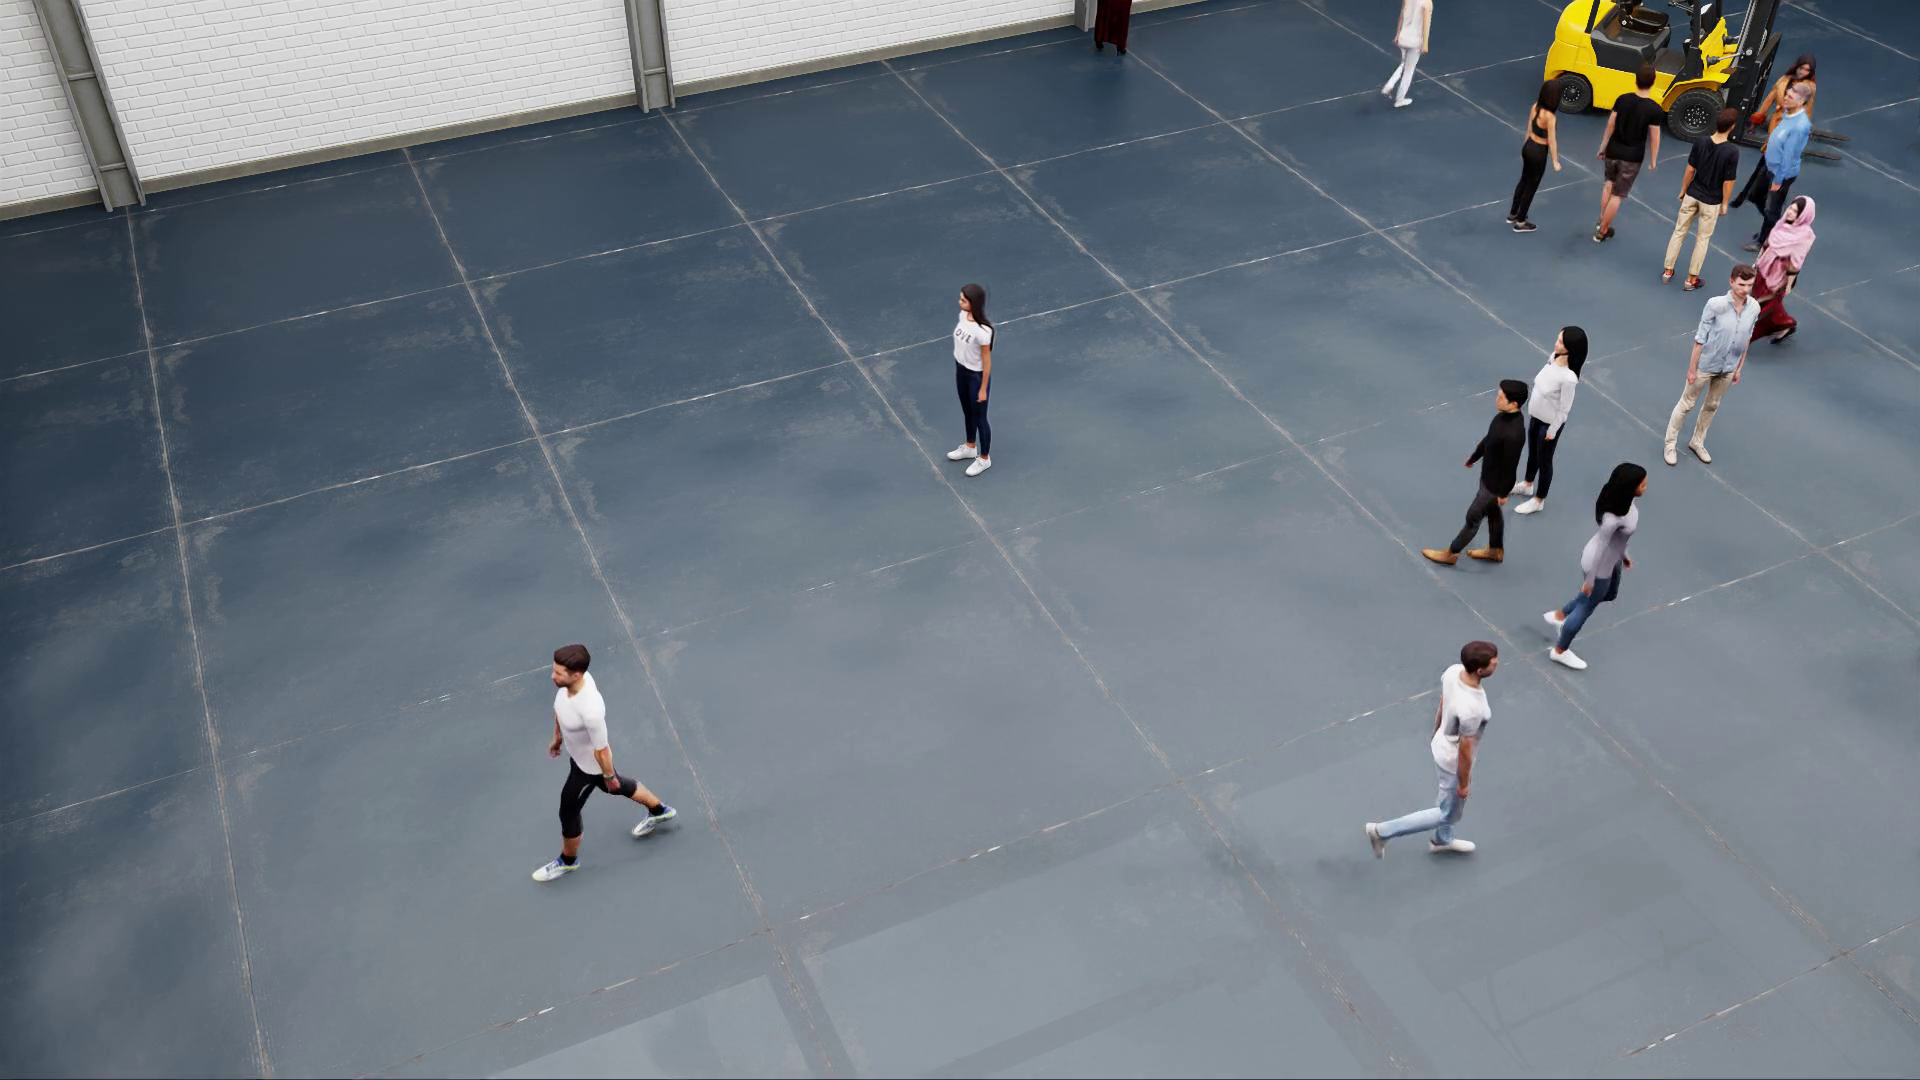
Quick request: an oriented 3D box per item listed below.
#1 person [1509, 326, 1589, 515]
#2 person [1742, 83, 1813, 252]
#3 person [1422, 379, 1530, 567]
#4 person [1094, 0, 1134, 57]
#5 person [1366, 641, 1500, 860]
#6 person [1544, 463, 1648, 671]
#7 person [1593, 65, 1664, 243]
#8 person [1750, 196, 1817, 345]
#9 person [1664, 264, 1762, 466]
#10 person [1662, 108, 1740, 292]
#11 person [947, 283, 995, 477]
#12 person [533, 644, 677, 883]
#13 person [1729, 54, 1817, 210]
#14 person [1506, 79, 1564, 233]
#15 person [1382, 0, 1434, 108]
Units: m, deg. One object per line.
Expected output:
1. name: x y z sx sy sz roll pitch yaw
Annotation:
1. person: 4.757 -0.986 13.418 0.663 1.701 0.683 -4 39 -5
2. person: 8.367 -3.756 16.802 0.844 1.806 0.807 0 39 0
3. person: 4.192 -0.499 12.805 1.019 1.706 0.941 9 39 11
4. person: 1.955 -6.983 20.883 0.786 1.757 0.826 18 42 22
5. person: 2.992 1.365 10.368 1.116 1.834 0.943 1 39 2
6. person: 4.533 0.142 11.991 0.863 1.719 0.804 22 44 25
7. person: 6.722 -3.895 16.945 0.859 1.846 0.888 29 47 32
8. person: 7.556 -2.440 15.310 1.096 1.611 0.871 -4 39 -5
9. person: 6.318 -1.481 13.921 0.621 1.848 0.777 -3 39 -4
10. person: 7.252 -3.329 16.226 0.704 1.859 0.656 32 48 33
11. person: 0.118 -1.348 13.812 0.536 1.775 0.607 -20 43 -23
12. person: -2.245 1.320 10.436 1.207 1.819 0.674 -16 41 -19
13. person: 8.754 -4.325 17.607 1.067 1.690 0.796 -17 42 -20
14. person: 5.928 -3.962 17.194 0.601 1.640 0.610 -9 40 -12
15. person: 5.257 -5.887 19.586 0.640 1.663 0.591 -19 42 -22
